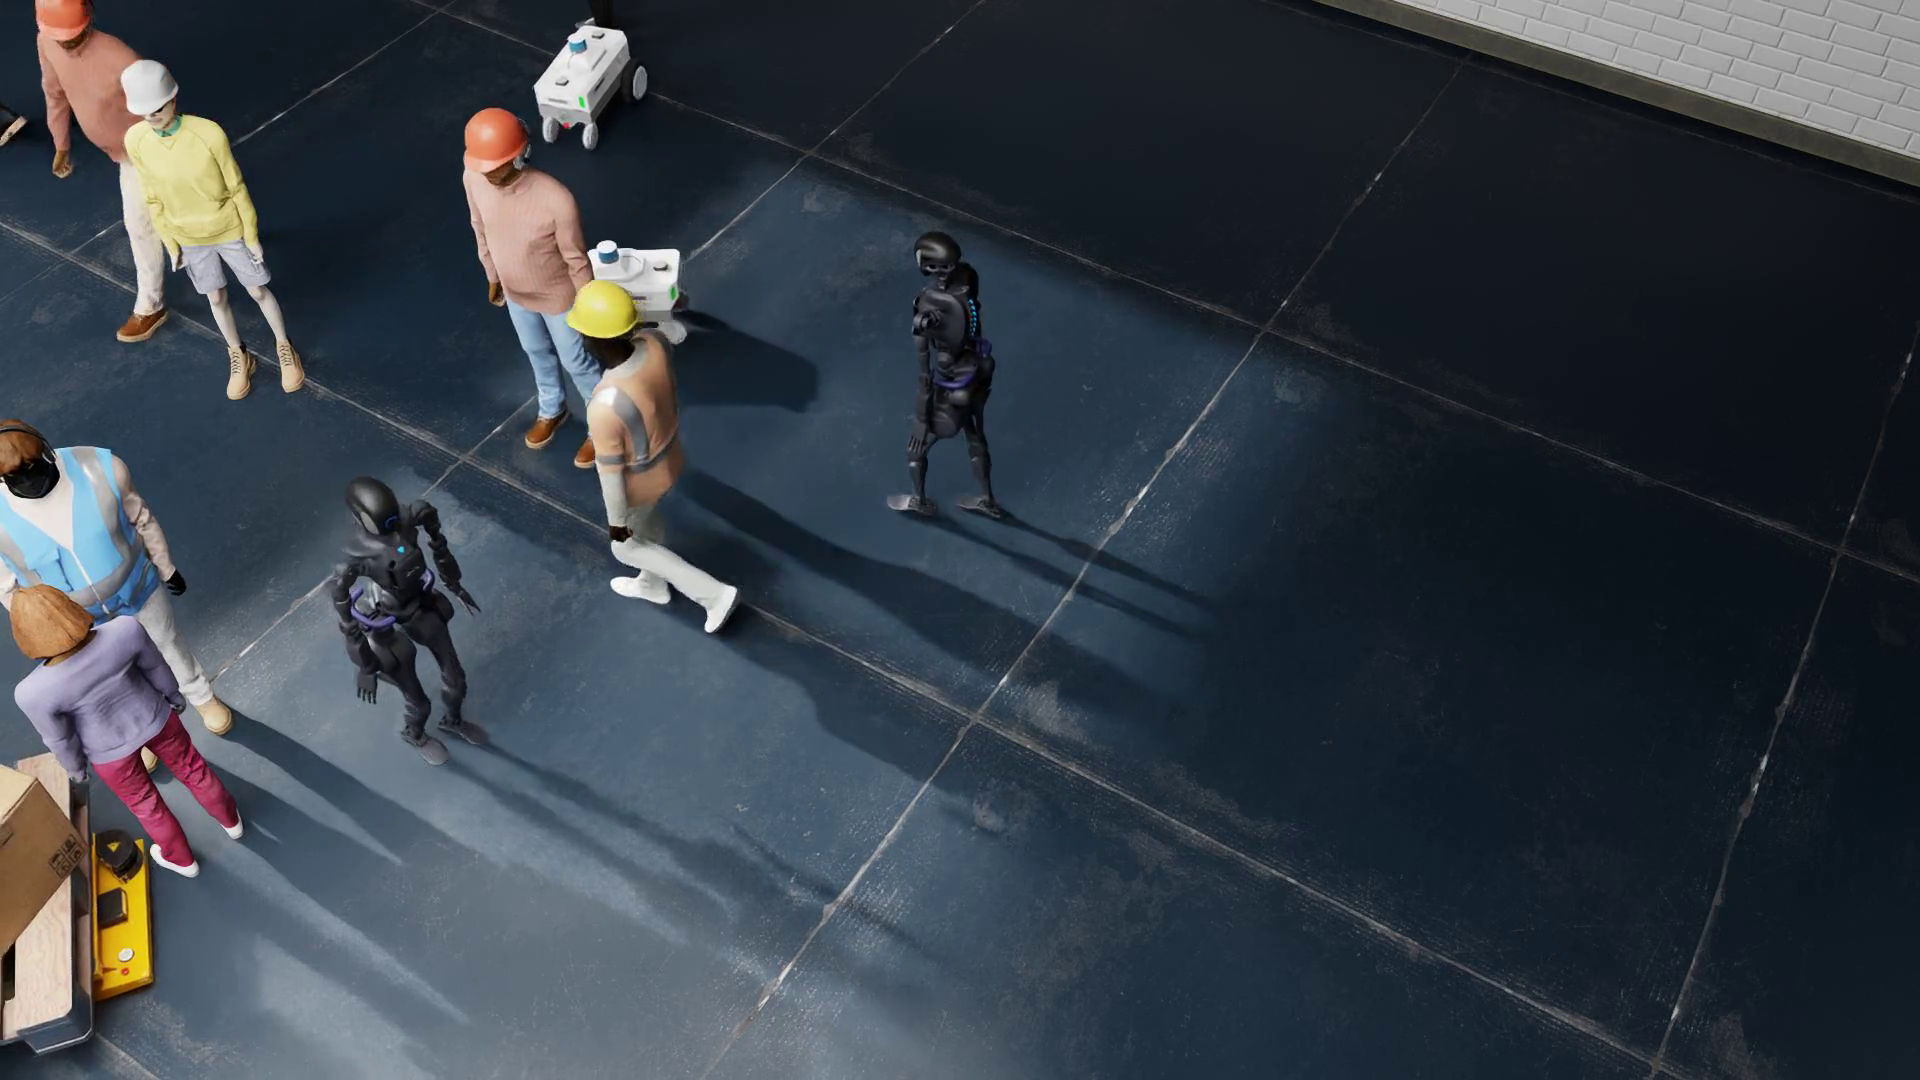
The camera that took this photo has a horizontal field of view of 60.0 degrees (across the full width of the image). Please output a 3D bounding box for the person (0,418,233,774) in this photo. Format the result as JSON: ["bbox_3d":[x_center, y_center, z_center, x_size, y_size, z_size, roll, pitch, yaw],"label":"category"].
[{"bbox_3d":[-3.397,0.220,6.579,0.621,1.845,0.430,-29,55,-23],"label":"person"}]

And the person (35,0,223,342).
[{"bbox_3d":[-4.246,-2.020,8.482,0.623,1.933,1.008,24,53,20],"label":"person"}]

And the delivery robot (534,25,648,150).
[{"bbox_3d":[-2.260,-2.785,10.072,0.499,0.614,0.808,12,50,10],"label":"delivery robot"}]

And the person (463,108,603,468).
[{"bbox_3d":[-1.951,-1.144,7.680,0.634,1.986,0.412,22,53,18],"label":"person"}]

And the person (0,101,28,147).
[{"bbox_3d":[-6.072,-3.002,9.341,0.968,1.925,0.614,0,49,0],"label":"person"}]

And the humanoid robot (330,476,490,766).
[{"bbox_3d":[-2.188,0.329,6.607,0.321,1.653,0.608,25,53,20],"label":"humanoid robot"}]

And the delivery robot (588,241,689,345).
[{"bbox_3d":[-1.821,-1.317,8.767,0.769,0.580,0.499,-2,49,-2],"label":"delivery robot"}]

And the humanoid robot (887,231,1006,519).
[{"bbox_3d":[-0.051,-0.709,7.502,0.549,1.639,0.613,21,52,17],"label":"humanoid robot"}]

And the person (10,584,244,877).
[{"bbox_3d":[-3.143,0.726,6.272,0.285,1.633,0.498,31,56,25],"label":"person"}]

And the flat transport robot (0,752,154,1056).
[{"bbox_3d":[-3.892,1.613,6.405,1.431,0.231,0.659,-15,51,-13],"label":"flat transport robot"}]

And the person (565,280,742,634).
[{"bbox_3d":[-1.306,-0.301,6.991,0.626,1.904,0.593,12,50,10],"label":"person"}]

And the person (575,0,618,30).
[{"bbox_3d":[-2.336,-3.785,10.134,0.445,1.758,0.762,-1,49,-1],"label":"person"}]

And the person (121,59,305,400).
[{"bbox_3d":[-3.625,-1.490,8.043,0.472,1.892,0.385,-8,49,-7],"label":"person"}]
